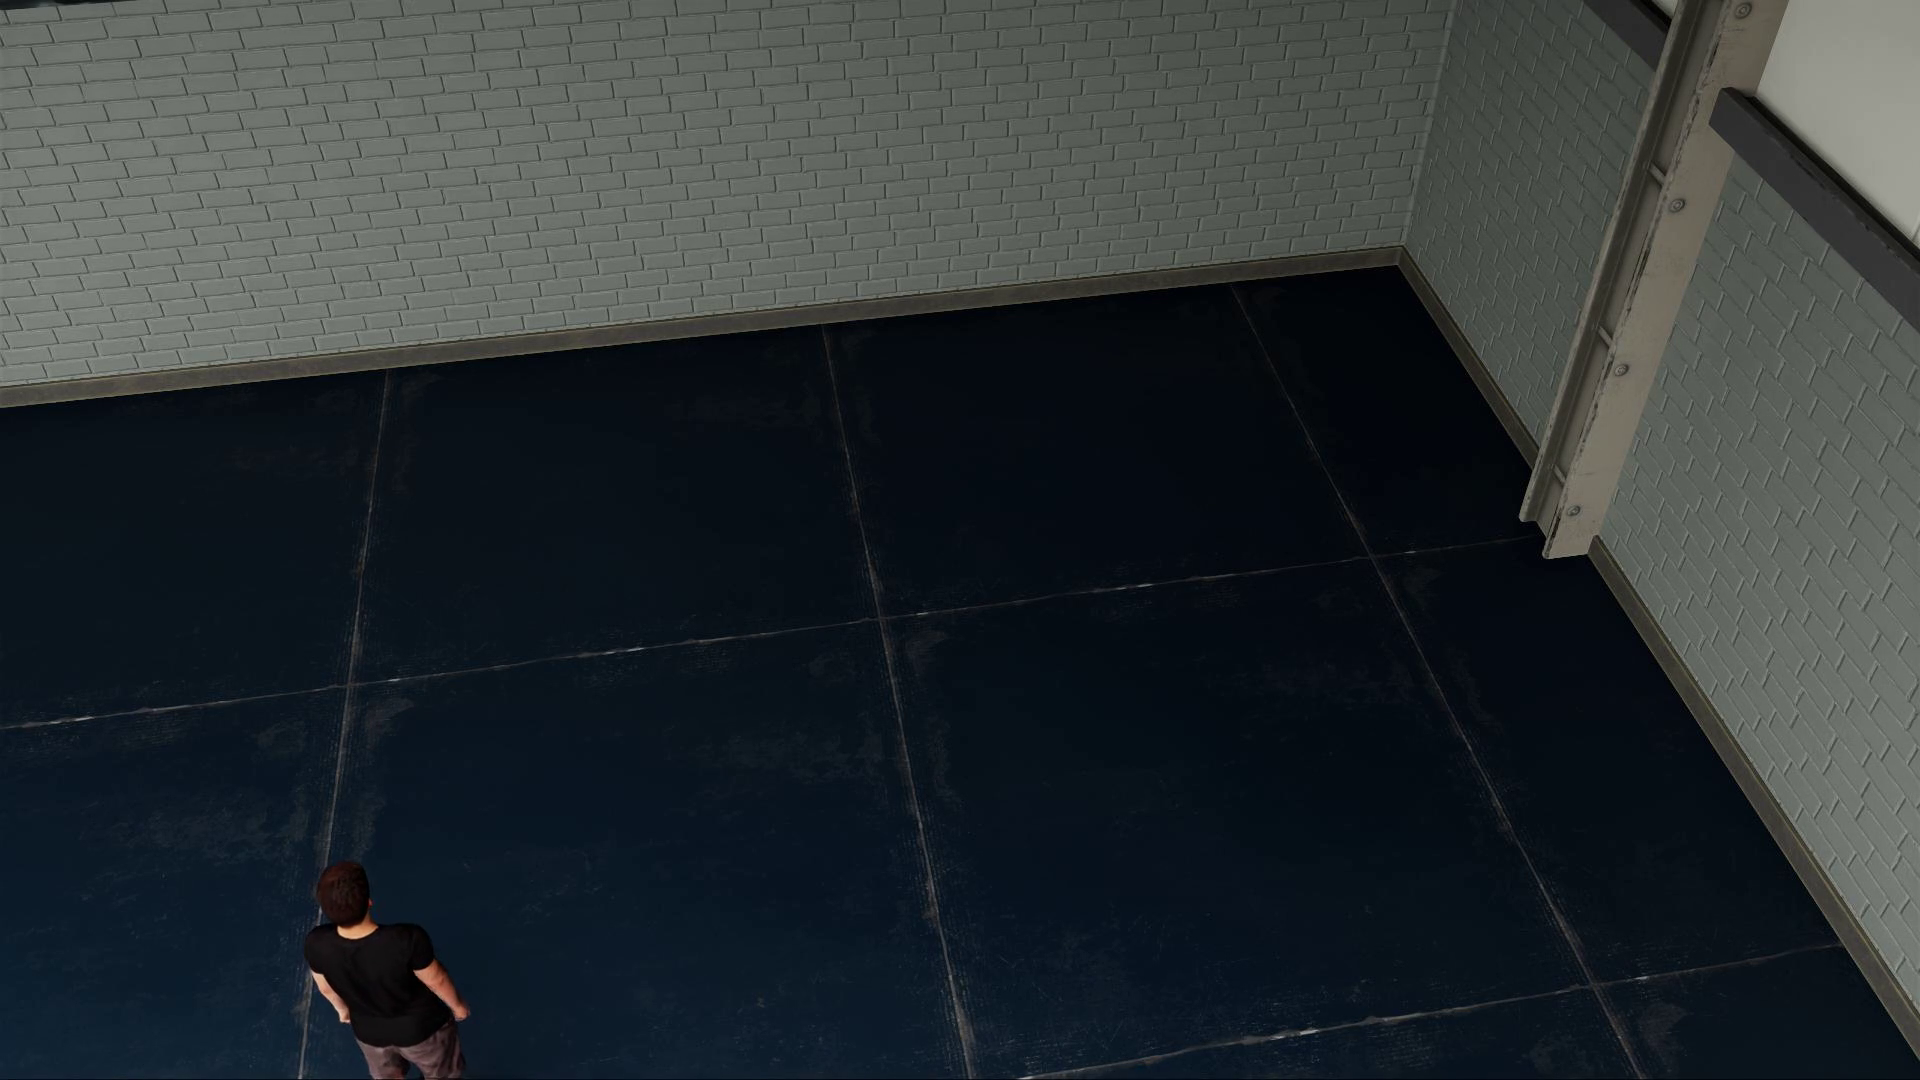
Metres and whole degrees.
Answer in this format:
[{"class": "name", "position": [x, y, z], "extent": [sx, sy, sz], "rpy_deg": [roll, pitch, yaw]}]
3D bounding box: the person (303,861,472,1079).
[{"class": "person", "position": [-2.274, 1.938, 6.726], "extent": [0.716, 1.862, 0.649], "rpy_deg": [-1, 43, -1]}]
